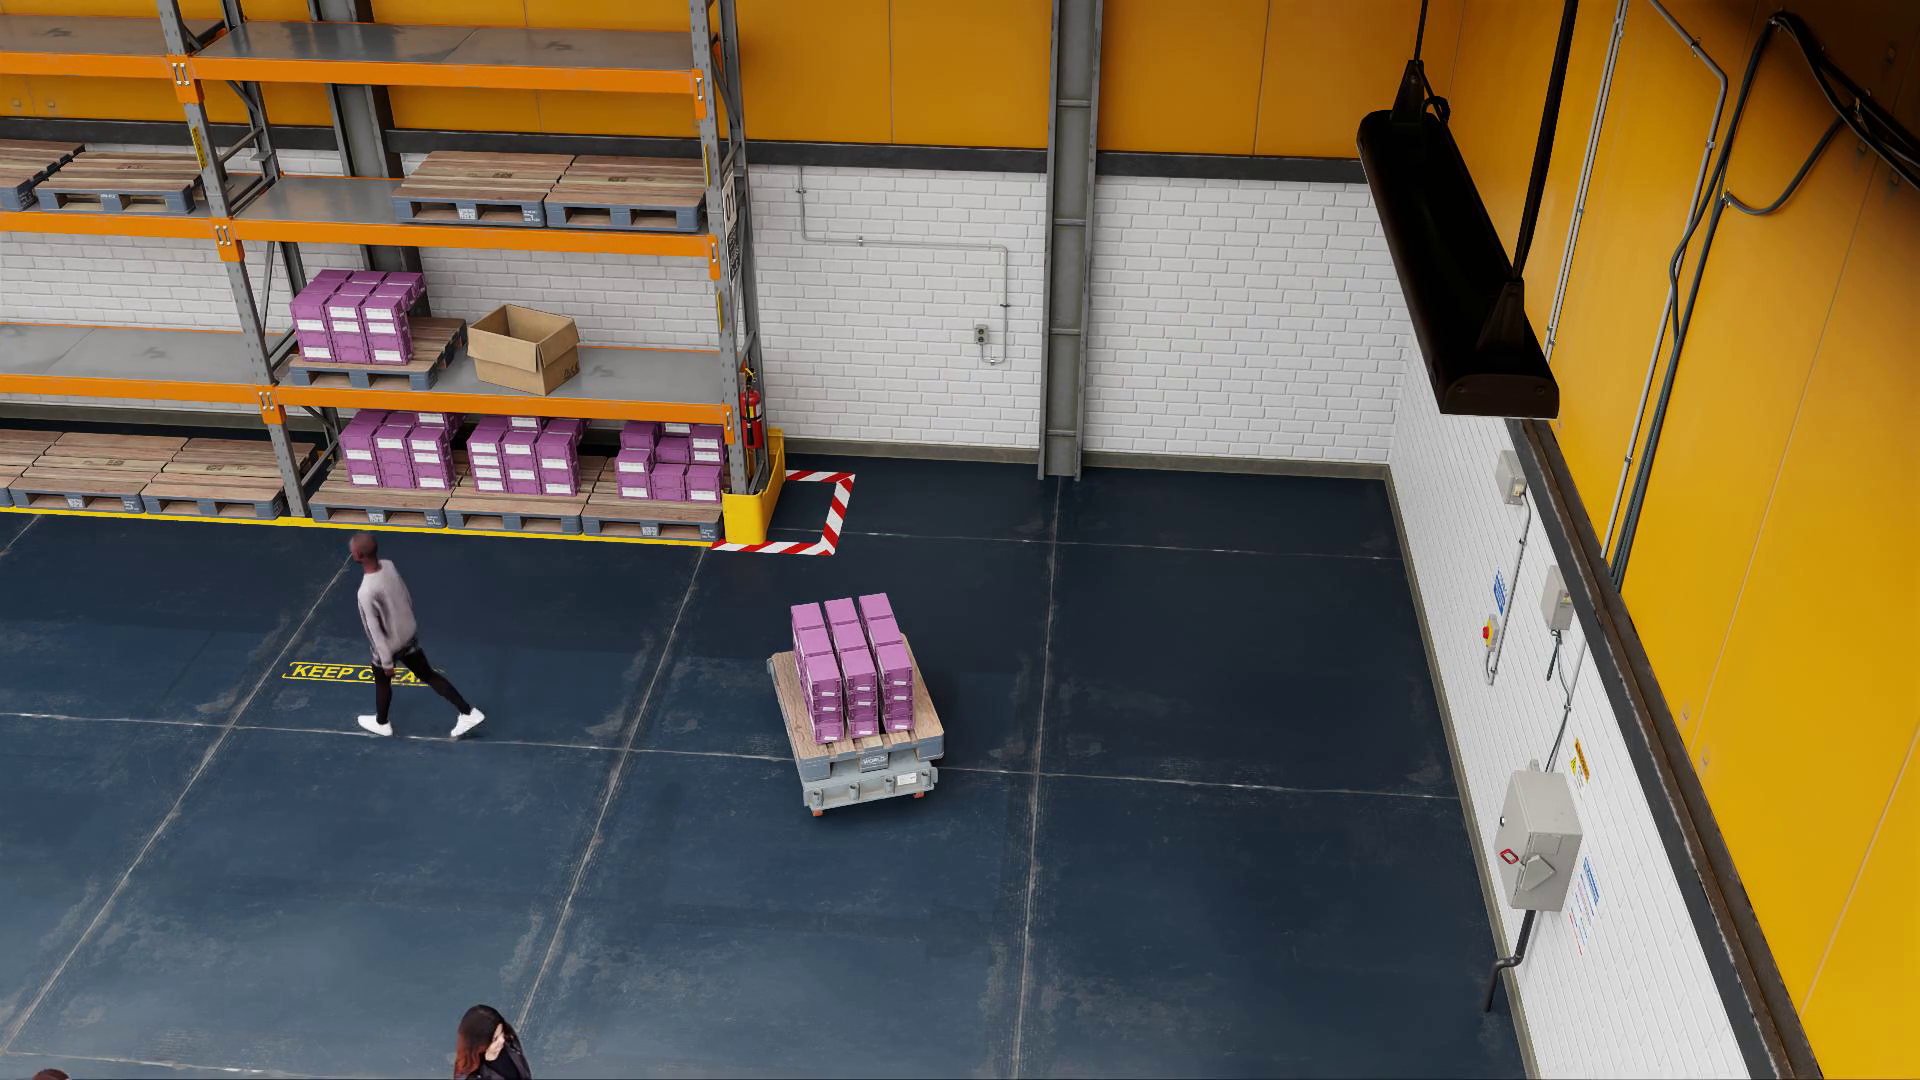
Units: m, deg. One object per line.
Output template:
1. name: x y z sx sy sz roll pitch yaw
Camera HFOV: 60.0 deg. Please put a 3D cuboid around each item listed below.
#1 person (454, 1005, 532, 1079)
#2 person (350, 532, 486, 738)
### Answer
1. person: -2.344 2.968 8.483 0.630 1.638 0.687 10 35 15
2. person: -3.886 0.726 11.770 1.202 1.733 0.731 4 34 6
